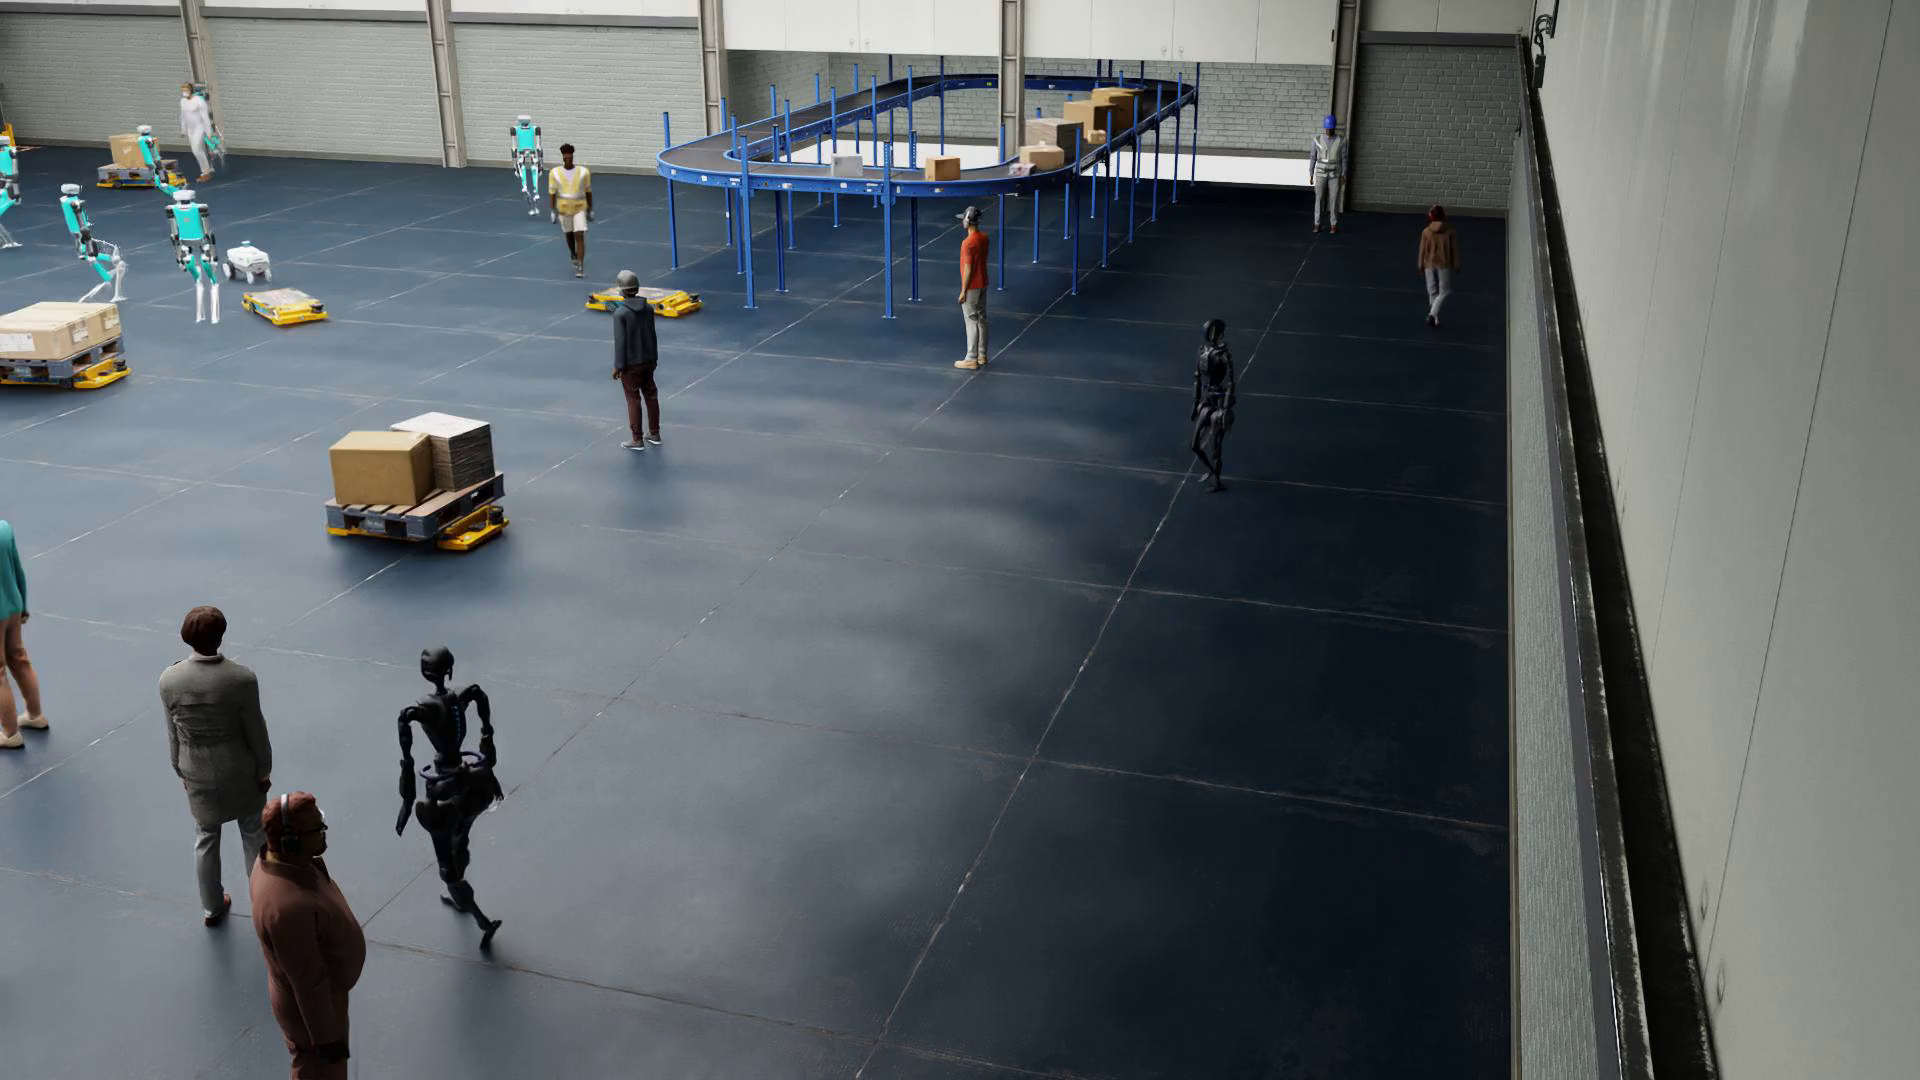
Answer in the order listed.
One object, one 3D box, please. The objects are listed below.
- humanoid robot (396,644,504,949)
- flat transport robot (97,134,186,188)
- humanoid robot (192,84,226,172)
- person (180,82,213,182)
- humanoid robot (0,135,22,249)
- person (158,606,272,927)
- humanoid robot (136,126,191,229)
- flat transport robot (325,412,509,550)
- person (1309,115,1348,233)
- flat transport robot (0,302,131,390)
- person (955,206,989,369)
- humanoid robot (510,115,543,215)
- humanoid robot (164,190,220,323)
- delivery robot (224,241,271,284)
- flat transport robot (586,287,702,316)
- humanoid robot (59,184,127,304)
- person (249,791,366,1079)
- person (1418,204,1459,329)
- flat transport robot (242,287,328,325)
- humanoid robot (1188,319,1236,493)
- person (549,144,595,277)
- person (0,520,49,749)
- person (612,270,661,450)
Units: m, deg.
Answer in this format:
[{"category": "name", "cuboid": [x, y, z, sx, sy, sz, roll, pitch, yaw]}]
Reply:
[{"category": "humanoid robot", "cuboid": [-2.658, 1.344, 8.804, 0.729, 1.650, 0.608, 18, 27, 38]}, {"category": "flat transport robot", "cuboid": [-15.918, -7.007, 32.352, 1.431, 0.231, 0.659, 0, 21, 1]}, {"category": "humanoid robot", "cuboid": [-15.168, -8.263, 33.693, 0.690, 1.879, 0.534, 9, 23, 22]}, {"category": "person", "cuboid": [-14.989, -7.967, 32.540, 0.639, 1.919, 0.543, 12, 24, 28]}, {"category": "humanoid robot", "cuboid": [-15.193, -5.459, 26.299, 0.541, 1.773, 0.762, 15, 25, 33]}, {"category": "person", "cuboid": [-3.927, 1.214, 8.883, 0.508, 1.823, 0.365, -3, 21, -8]}, {"category": "humanoid robot", "cuboid": [-13.255, -6.061, 27.853, 0.786, 1.758, 0.536, -18, 28, -39]}, {"category": "flat transport robot", "cuboid": [-4.765, -0.173, 14.626, 1.431, 0.231, 0.659, 7, 22, 17]}, {"category": "person", "cuboid": [6.102, -6.071, 27.622, 0.611, 1.933, 0.412, 3, 21, 9]}, {"category": "flat transport robot", "cuboid": [-10.435, -1.938, 19.205, 1.431, 0.231, 0.659, 2, 21, 5]}, {"category": "person", "cuboid": [0.133, -2.974, 19.611, 0.392, 1.912, 0.476, 12, 24, 28]}, {"category": "humanoid robot", "cuboid": [-7.471, -6.450, 28.848, 0.544, 1.746, 0.962, -7, 22, -18]}, {"category": "humanoid robot", "cuboid": [-9.945, -3.709, 21.774, 0.547, 1.799, 0.738, -3, 21, -8]}, {"category": "delivery robot", "cuboid": [-10.406, -4.071, 24.330, 0.791, 0.587, 0.499, 20, 28, 41]}, {"category": "flat transport robot", "cuboid": [-4.298, -3.246, 22.598, 1.431, 0.231, 0.659, 8, 23, 20]}, {"category": "humanoid robot", "cuboid": [-11.572, -3.915, 22.285, 1.041, 1.726, 0.551, -19, 28, -40]}, {"category": "person", "cuboid": [-2.672, 1.908, 6.953, 0.405, 1.910, 0.638, -10, 23, -24]}, {"category": "person", "cuboid": [6.139, -3.495, 21.359, 0.514, 1.616, 0.516, 10, 23, 23]}, {"category": "flat transport robot", "cuboid": [-9.081, -3.141, 22.324, 0.659, 0.231, 1.431, -17, 27, -36]}, {"category": "humanoid robot", "cuboid": [2.381, -1.244, 15.453, 0.349, 1.647, 0.595, -11, 24, -26]}, {"category": "person", "cuboid": [-5.742, -4.900, 24.615, 0.617, 1.911, 0.987, -3, 21, -9]}, {"category": "person", "cuboid": [-6.277, 0.472, 10.737, 0.416, 1.870, 0.531, 5, 22, 14]}, {"category": "person", "cuboid": [-3.269, -1.813, 16.734, 0.377, 1.809, 0.555, 16, 26, 35]}]
